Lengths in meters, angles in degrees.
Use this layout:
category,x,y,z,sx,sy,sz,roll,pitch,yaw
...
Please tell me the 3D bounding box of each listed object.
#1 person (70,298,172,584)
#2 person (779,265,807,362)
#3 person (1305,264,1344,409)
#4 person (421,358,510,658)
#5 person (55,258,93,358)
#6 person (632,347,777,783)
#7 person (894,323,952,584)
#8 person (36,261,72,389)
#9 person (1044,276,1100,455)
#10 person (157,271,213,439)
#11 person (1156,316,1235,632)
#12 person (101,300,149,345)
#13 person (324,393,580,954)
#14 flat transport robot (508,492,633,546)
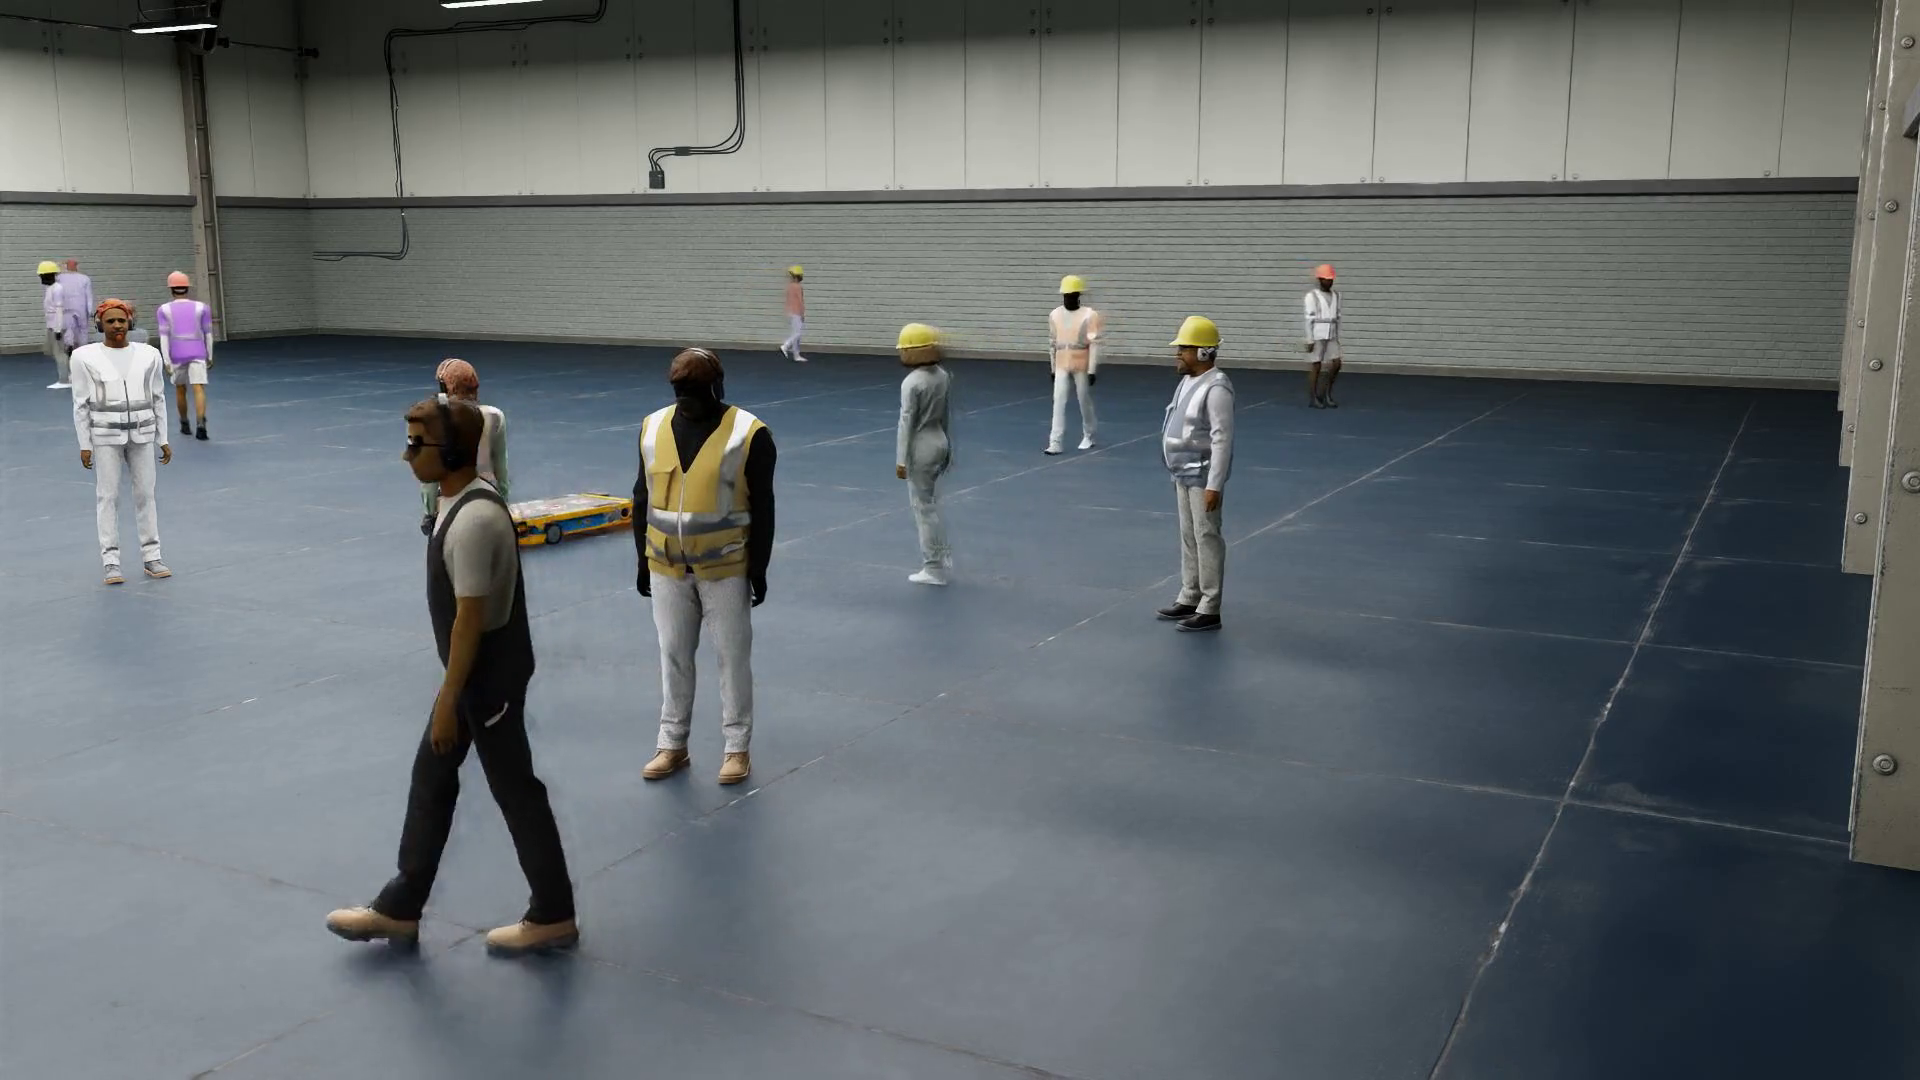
category,x,y,z,sx,sy,sz,roll,pitch,yaw
person,-5.563,-0.659,11.069,0.575,1.883,0.355,-9,14,-42
person,-3.025,-4.097,30.164,0.503,1.750,0.536,-5,11,-25
person,4.832,-2.682,21.999,0.565,1.915,0.510,-5,11,-24
person,-2.667,-0.158,8.997,0.513,1.642,0.311,-10,14,-43
person,-16.493,-4.308,30.976,0.652,1.878,0.812,-4,11,-21
person,-1.090,0.112,6.996,0.619,1.838,0.430,2,11,13
person,-0.251,-0.562,10.962,0.423,1.720,0.499,7,12,32
person,-13.580,-3.220,24.946,0.411,1.913,0.616,-8,13,-36
person,1.204,-1.854,17.611,0.604,1.877,0.984,5,12,27
person,-8.787,-2.102,18.907,0.545,1.900,0.955,-5,12,-25
person,1.380,-0.384,9.703,0.404,1.835,0.590,-2,11,-11
person,-8.907,-1.754,17.772,0.499,1.609,0.738,-2,11,-11
person,-1.640,0.453,5.200,0.880,1.807,0.542,-4,11,-20
flat transport robot,-3.101,-0.174,12.823,0.652,0.197,1.431,7,13,34
